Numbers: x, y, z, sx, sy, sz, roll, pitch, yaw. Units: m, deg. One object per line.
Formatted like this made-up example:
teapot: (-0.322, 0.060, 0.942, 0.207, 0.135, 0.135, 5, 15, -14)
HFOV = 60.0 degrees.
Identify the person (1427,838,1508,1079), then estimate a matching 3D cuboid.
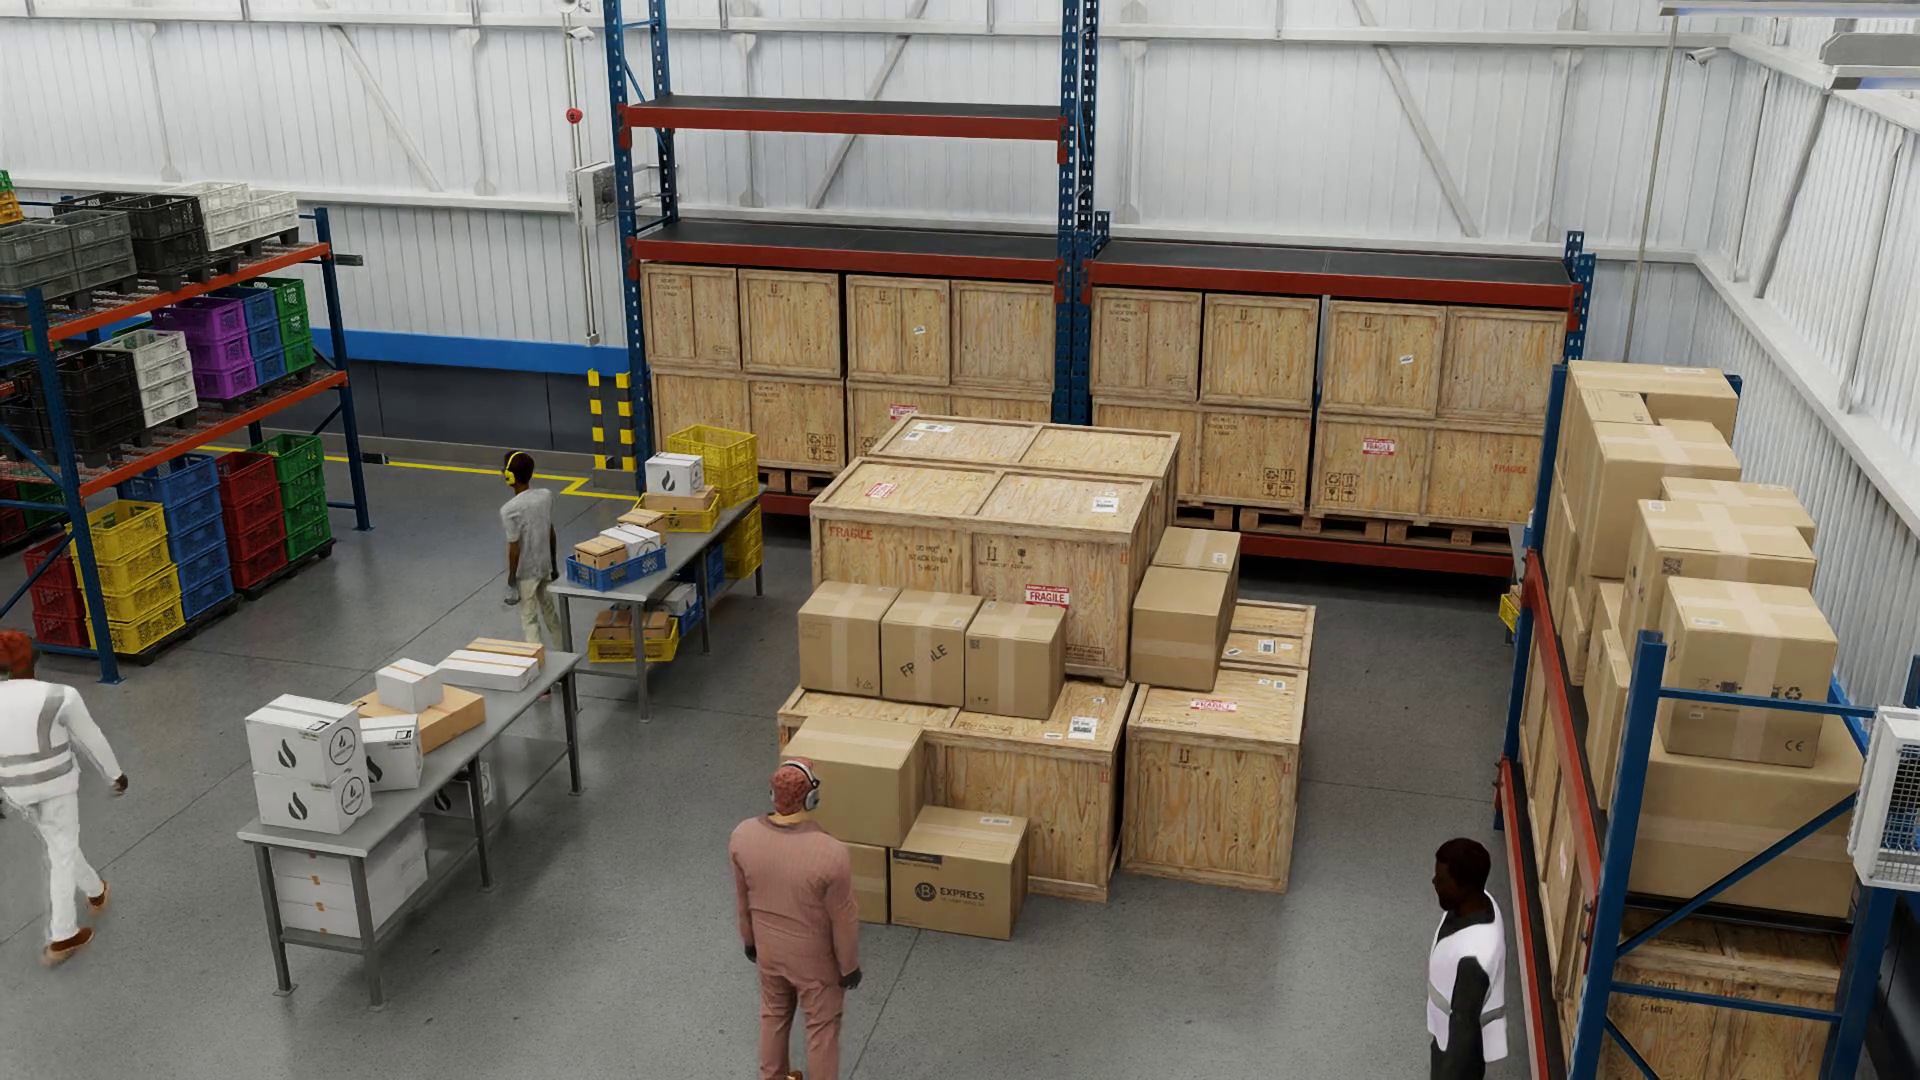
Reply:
person: (2.135, 2.137, 7.148, 0.412, 1.907, 0.599, 5, 22, 14)

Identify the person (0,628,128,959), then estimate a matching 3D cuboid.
person: (-5.057, 1.377, 9.209, 0.662, 1.840, 0.797, 0, 21, 0)

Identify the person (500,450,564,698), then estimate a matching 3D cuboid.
person: (-3.130, 0.248, 12.140, 0.309, 1.866, 0.535, 11, 23, 26)

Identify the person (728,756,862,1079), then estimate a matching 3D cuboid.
person: (-0.745, 1.892, 7.804, 0.648, 1.900, 0.400, 11, 24, 27)
